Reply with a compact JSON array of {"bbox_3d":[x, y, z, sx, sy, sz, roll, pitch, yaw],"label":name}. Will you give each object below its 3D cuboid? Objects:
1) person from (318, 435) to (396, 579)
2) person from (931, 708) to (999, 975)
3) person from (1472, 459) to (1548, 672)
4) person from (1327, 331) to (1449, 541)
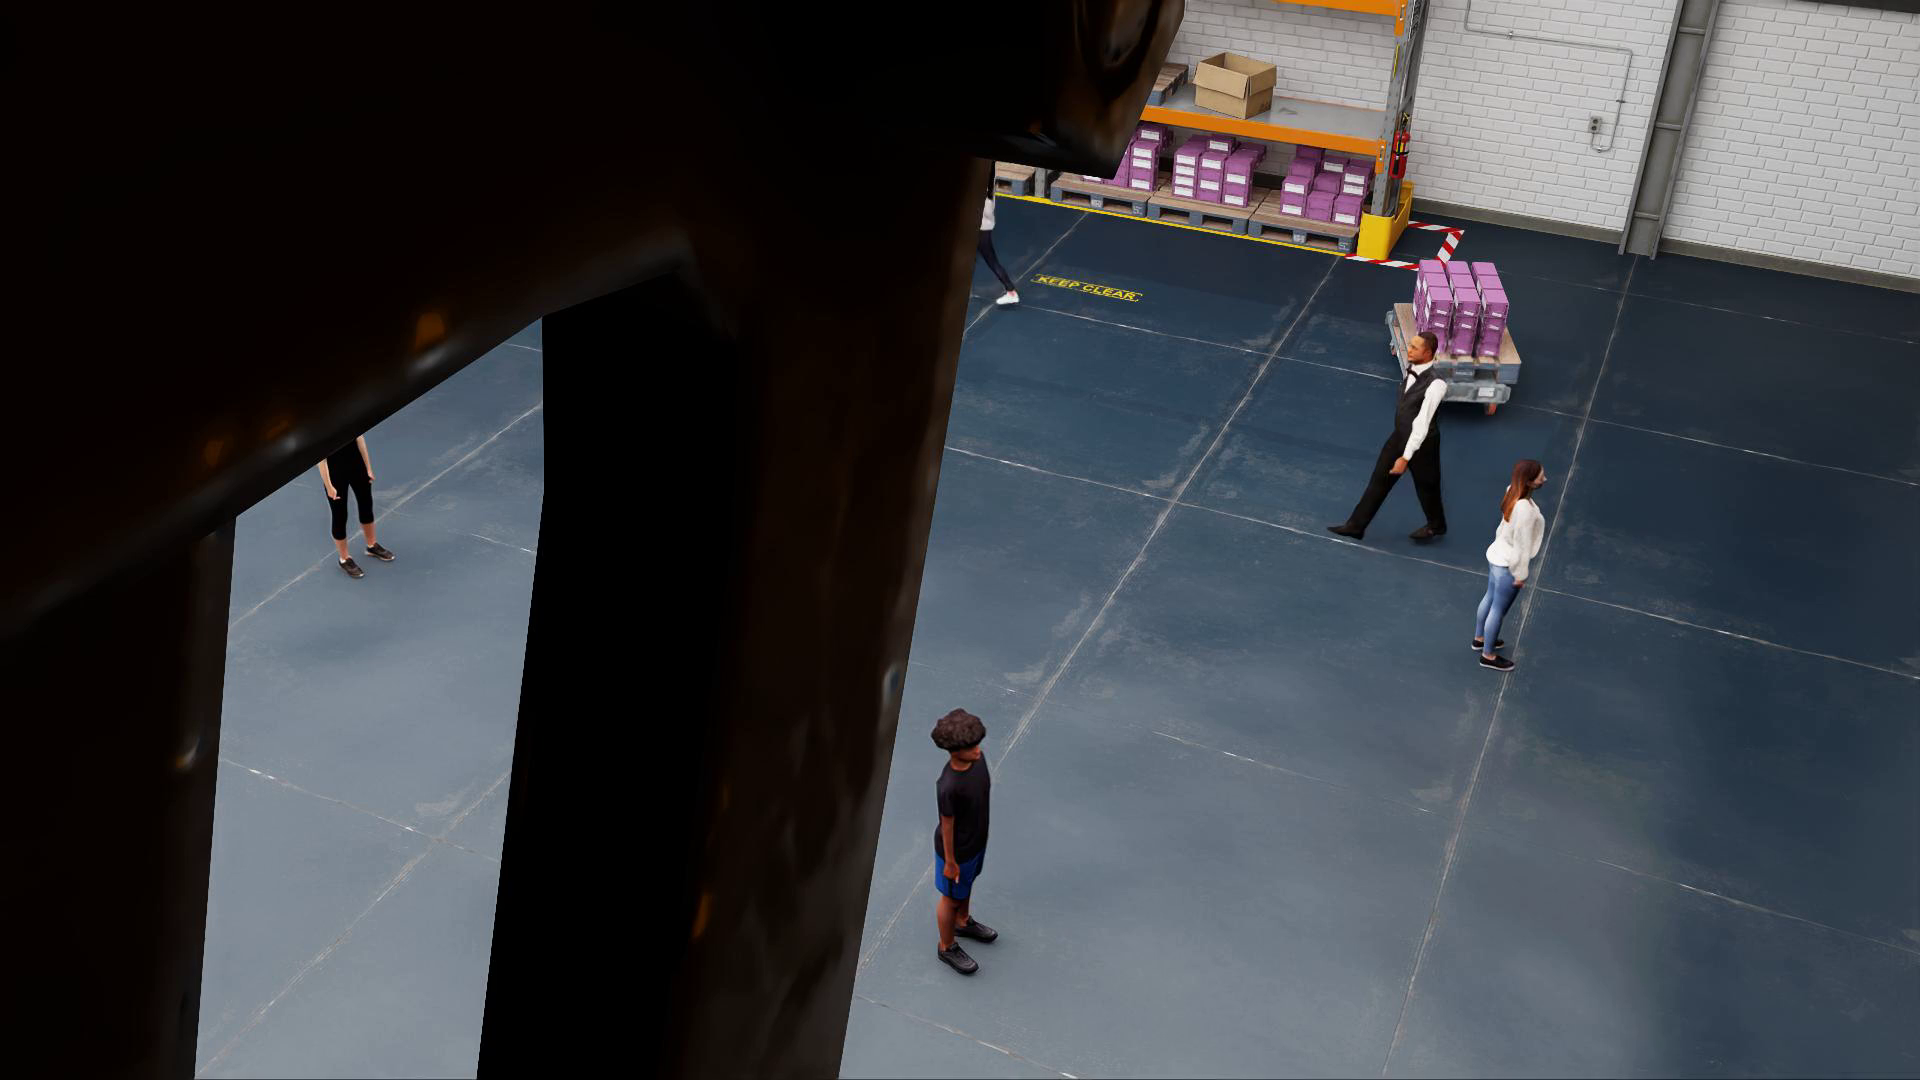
[{"bbox_3d":[-4.808,-0.523,12.998,0.583,1.722,0.605,23,40,30],"label":"person"},{"bbox_3d":[0.004,1.708,9.573,0.554,1.798,0.601,15,36,21],"label":"person"},{"bbox_3d":[3.957,0.159,12.000,0.667,1.691,0.688,3,34,5],"label":"person"},{"bbox_3d":[3.700,-0.763,13.227,1.328,1.867,1.218,-9,35,-13],"label":"person"}]
